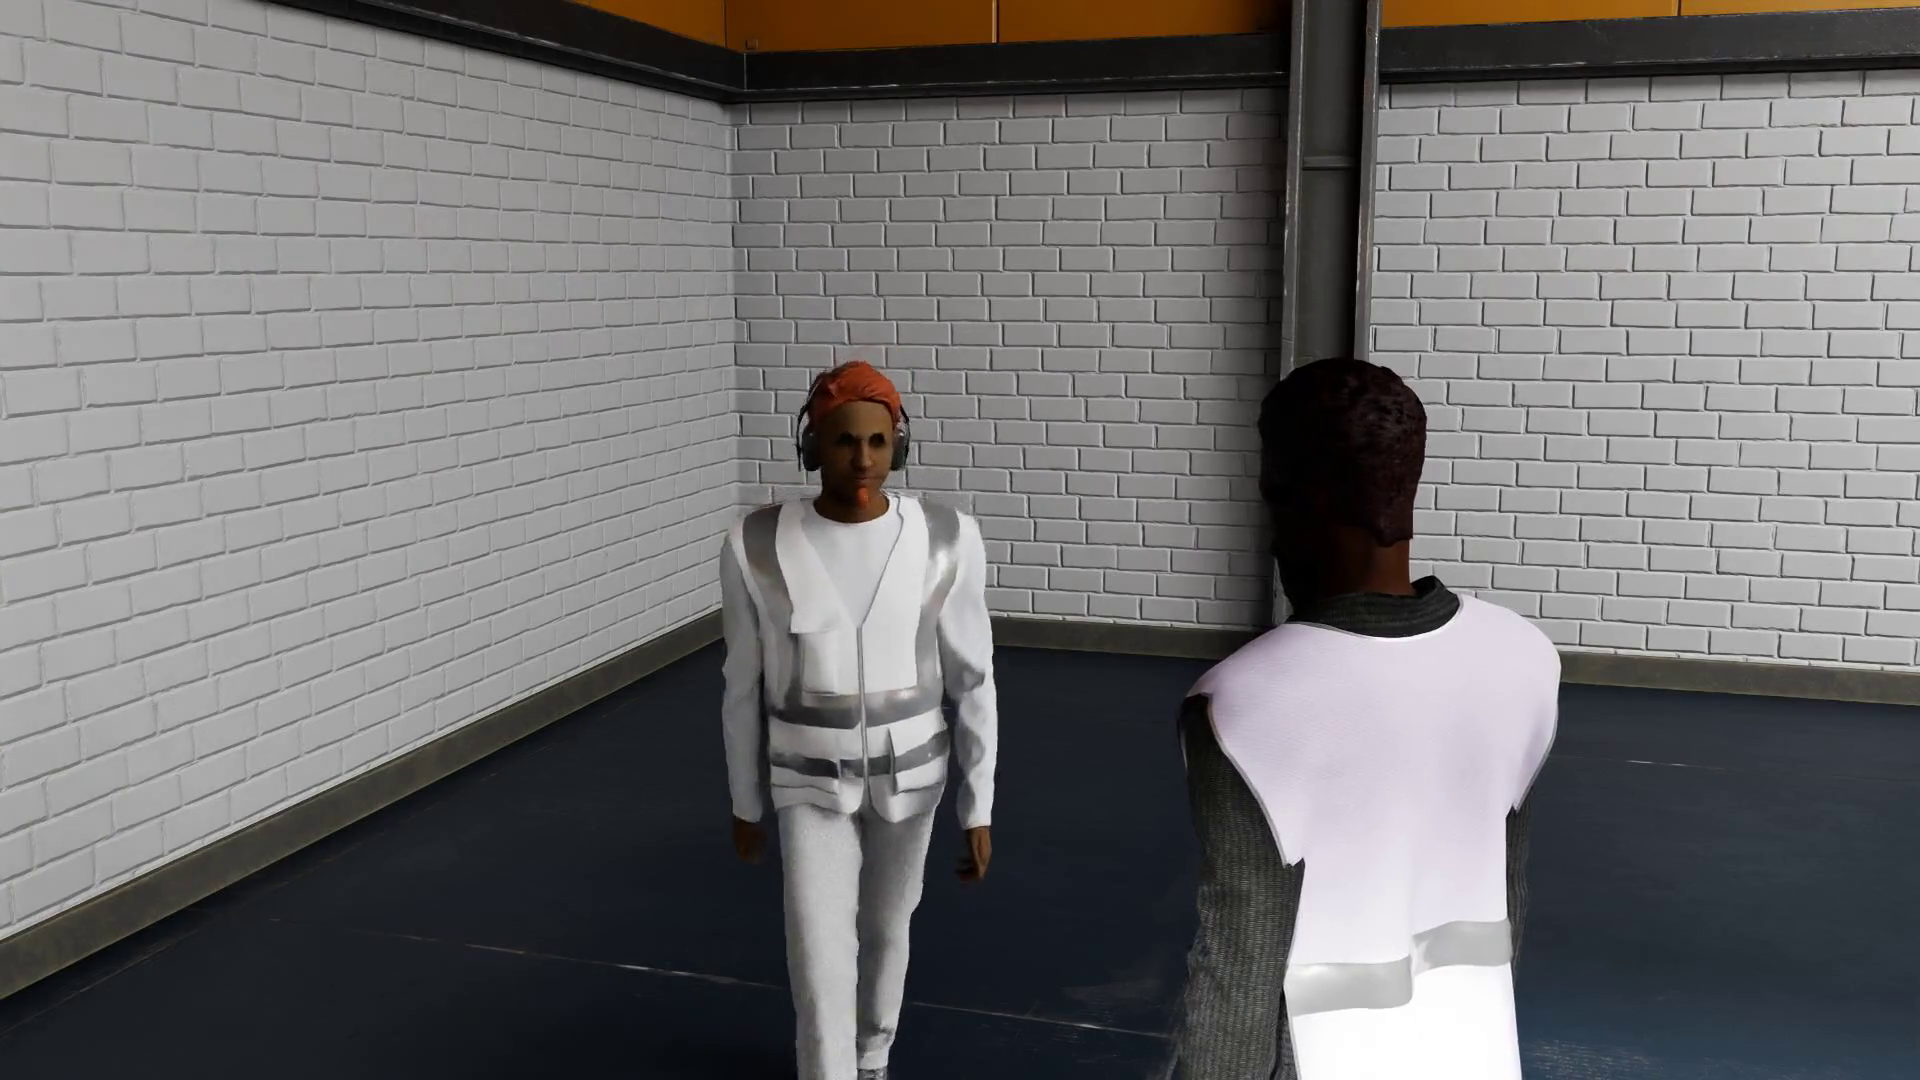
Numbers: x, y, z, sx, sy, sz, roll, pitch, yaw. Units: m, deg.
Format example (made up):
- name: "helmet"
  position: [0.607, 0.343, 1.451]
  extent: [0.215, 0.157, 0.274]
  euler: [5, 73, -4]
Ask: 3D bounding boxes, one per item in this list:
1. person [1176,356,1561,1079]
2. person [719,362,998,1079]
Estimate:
- name: "person"
  position: [0.500, 0.728, 2.128]
  extent: [0.587, 1.914, 0.392]
  euler: [-7, 11, -35]
- name: "person"
  position: [-0.214, 0.543, 3.545]
  extent: [0.571, 1.826, 1.042]
  euler: [-2, 9, -10]
